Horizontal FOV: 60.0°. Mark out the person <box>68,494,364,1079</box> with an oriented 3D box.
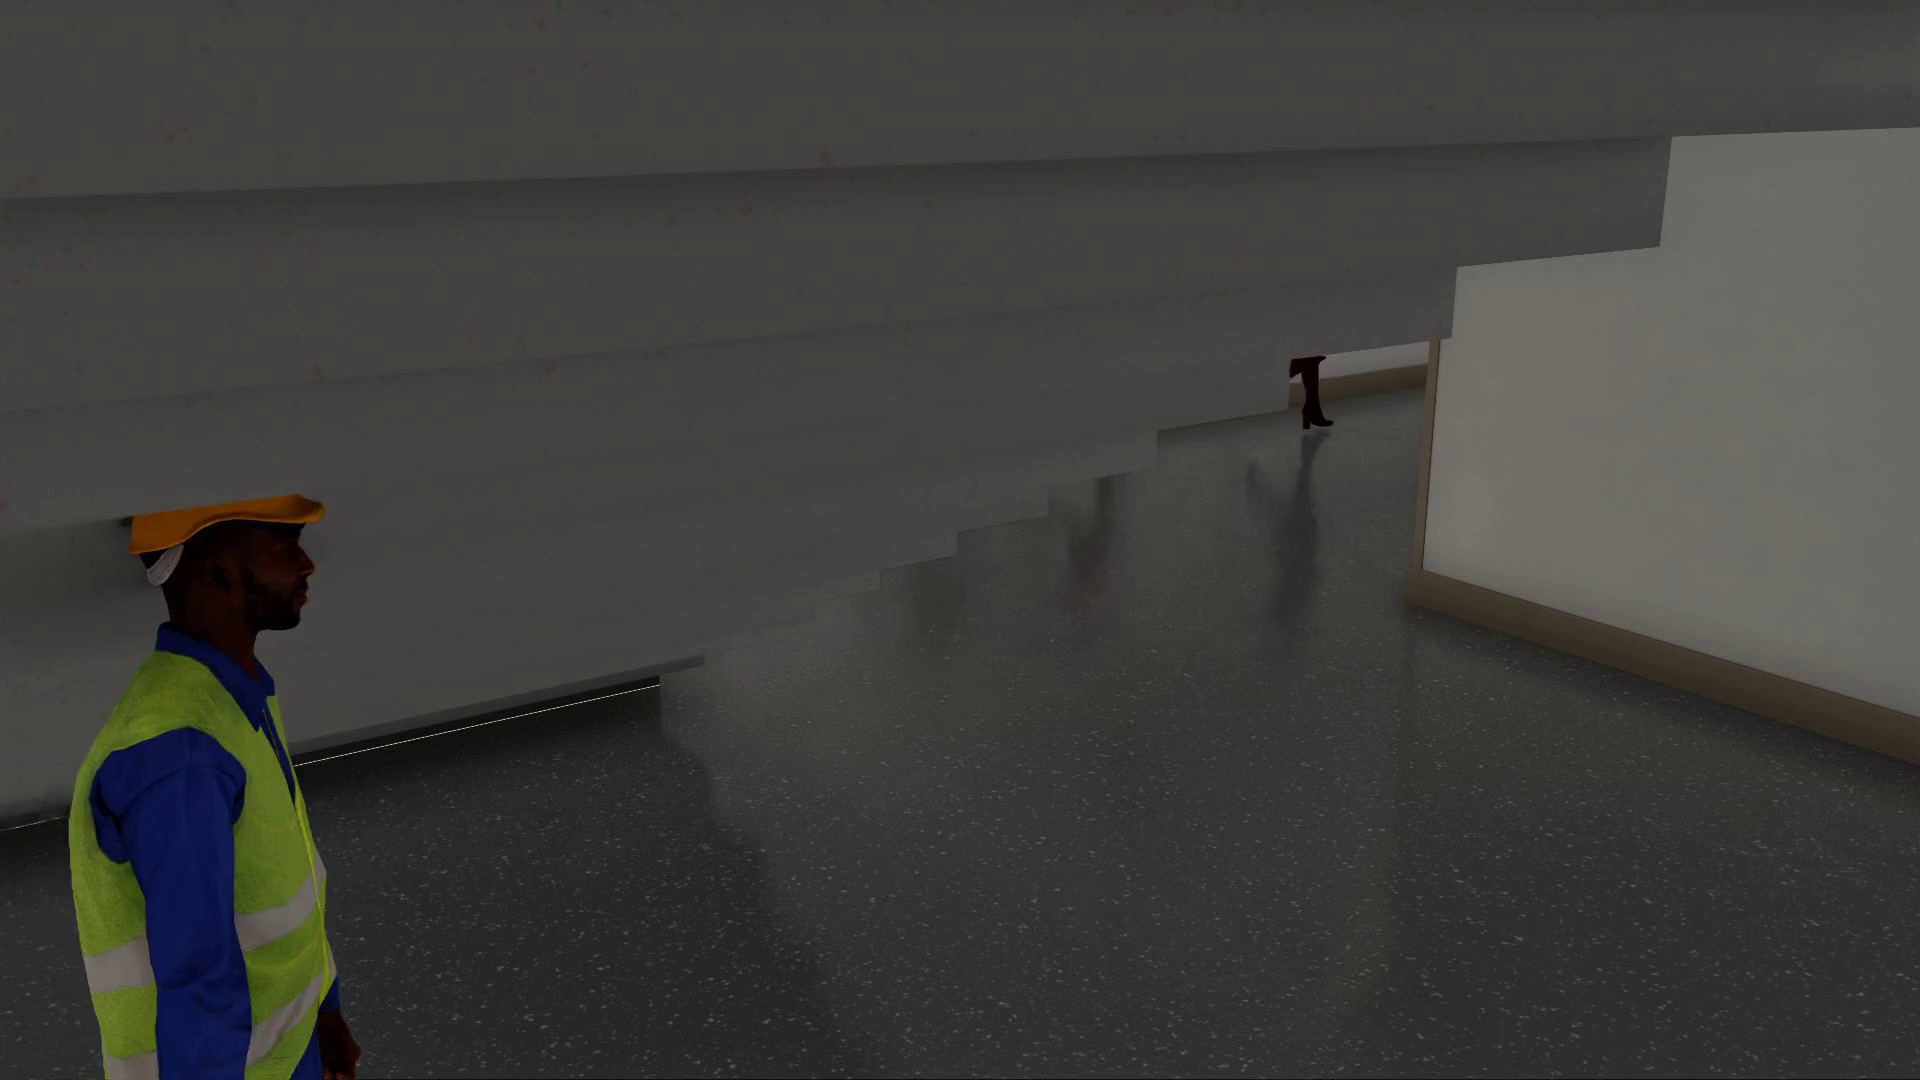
[{"bbox_3d":[-1.110,0.761,2.364,0.818,1.796,0.681,-5,16,-16],"label":"person"}]
